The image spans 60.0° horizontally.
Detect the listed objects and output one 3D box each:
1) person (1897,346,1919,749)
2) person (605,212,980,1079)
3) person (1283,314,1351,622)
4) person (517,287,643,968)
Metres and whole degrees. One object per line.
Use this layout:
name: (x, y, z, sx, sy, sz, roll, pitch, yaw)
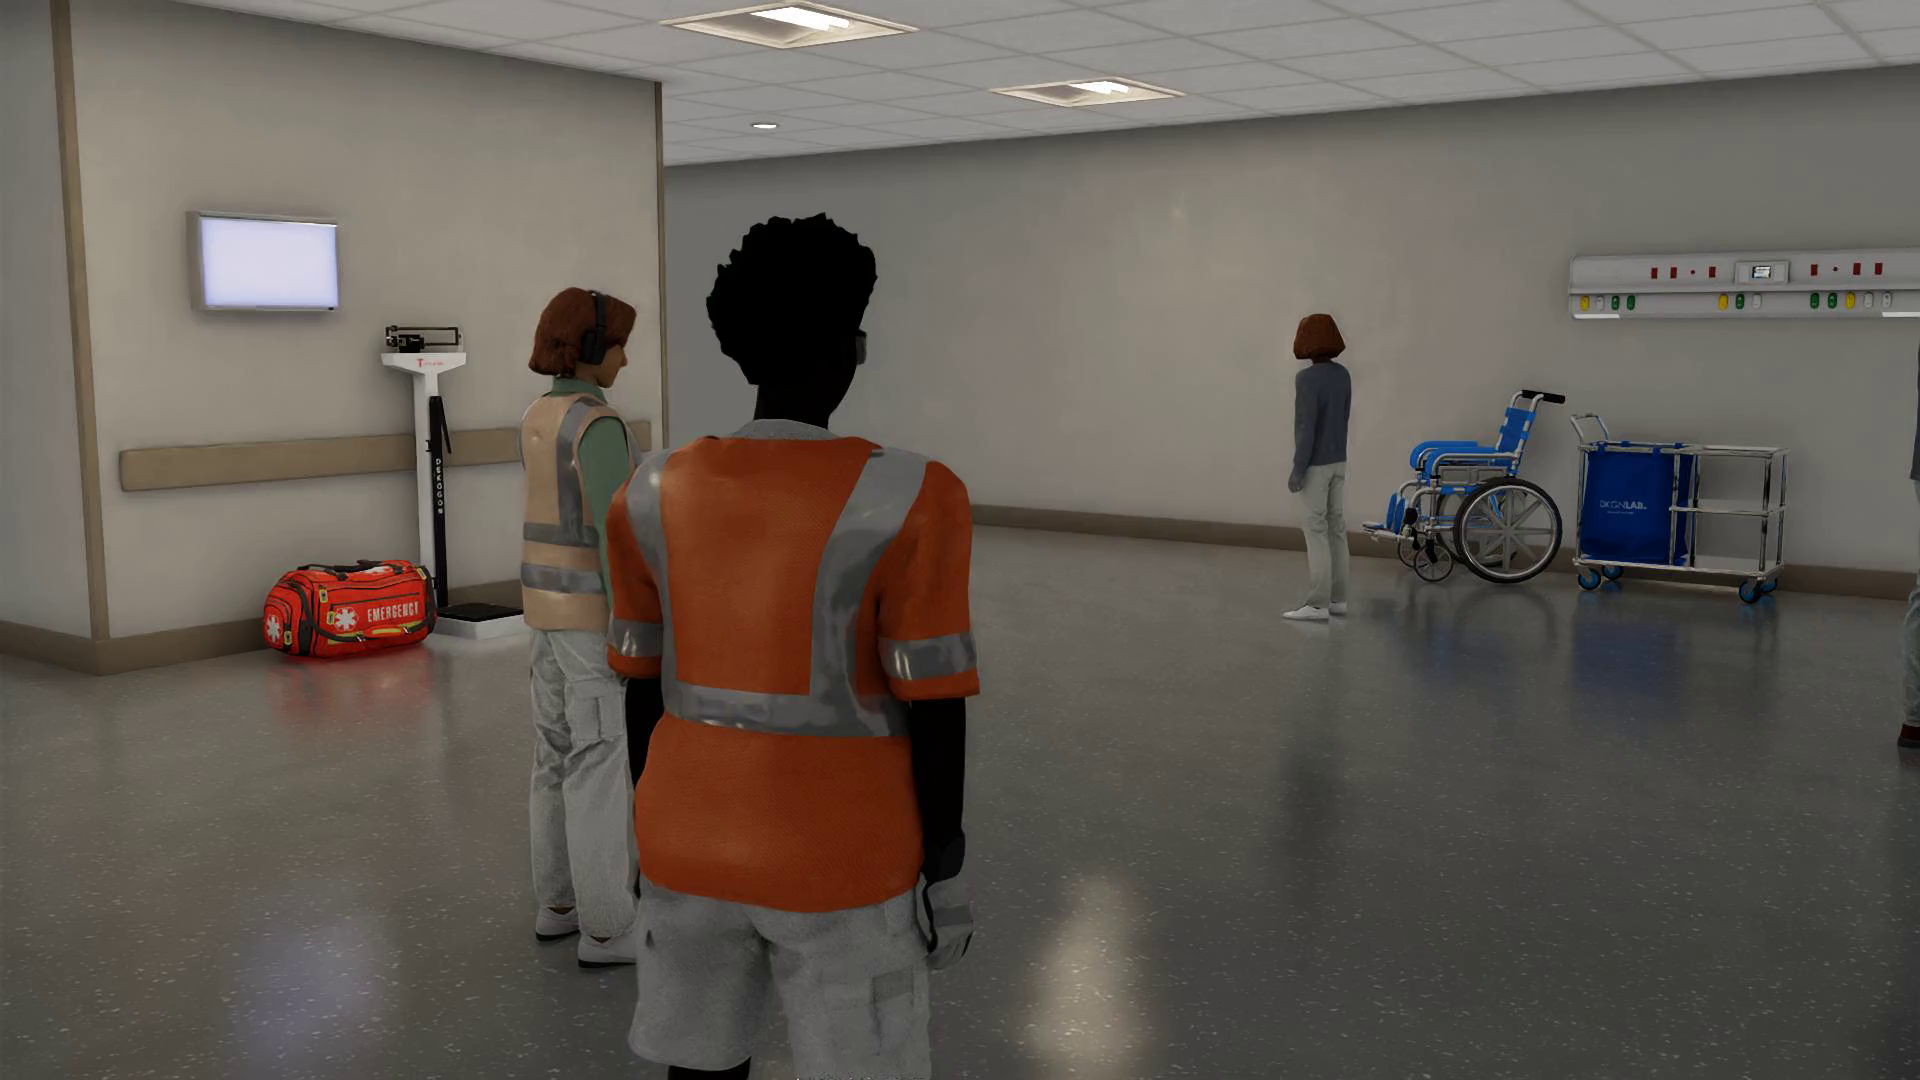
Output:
person: (3.578, -0.165, 5.887, 0.372, 1.940, 0.630, 2, 7, 12)
person: (-0.229, 0.423, 2.186, 0.544, 1.689, 0.330, 4, 8, 27)
person: (1.906, -0.381, 8.842, 0.267, 1.632, 0.507, 6, 9, 40)
person: (-0.910, 0.211, 4.059, 0.308, 1.640, 0.511, -5, 9, -35)
